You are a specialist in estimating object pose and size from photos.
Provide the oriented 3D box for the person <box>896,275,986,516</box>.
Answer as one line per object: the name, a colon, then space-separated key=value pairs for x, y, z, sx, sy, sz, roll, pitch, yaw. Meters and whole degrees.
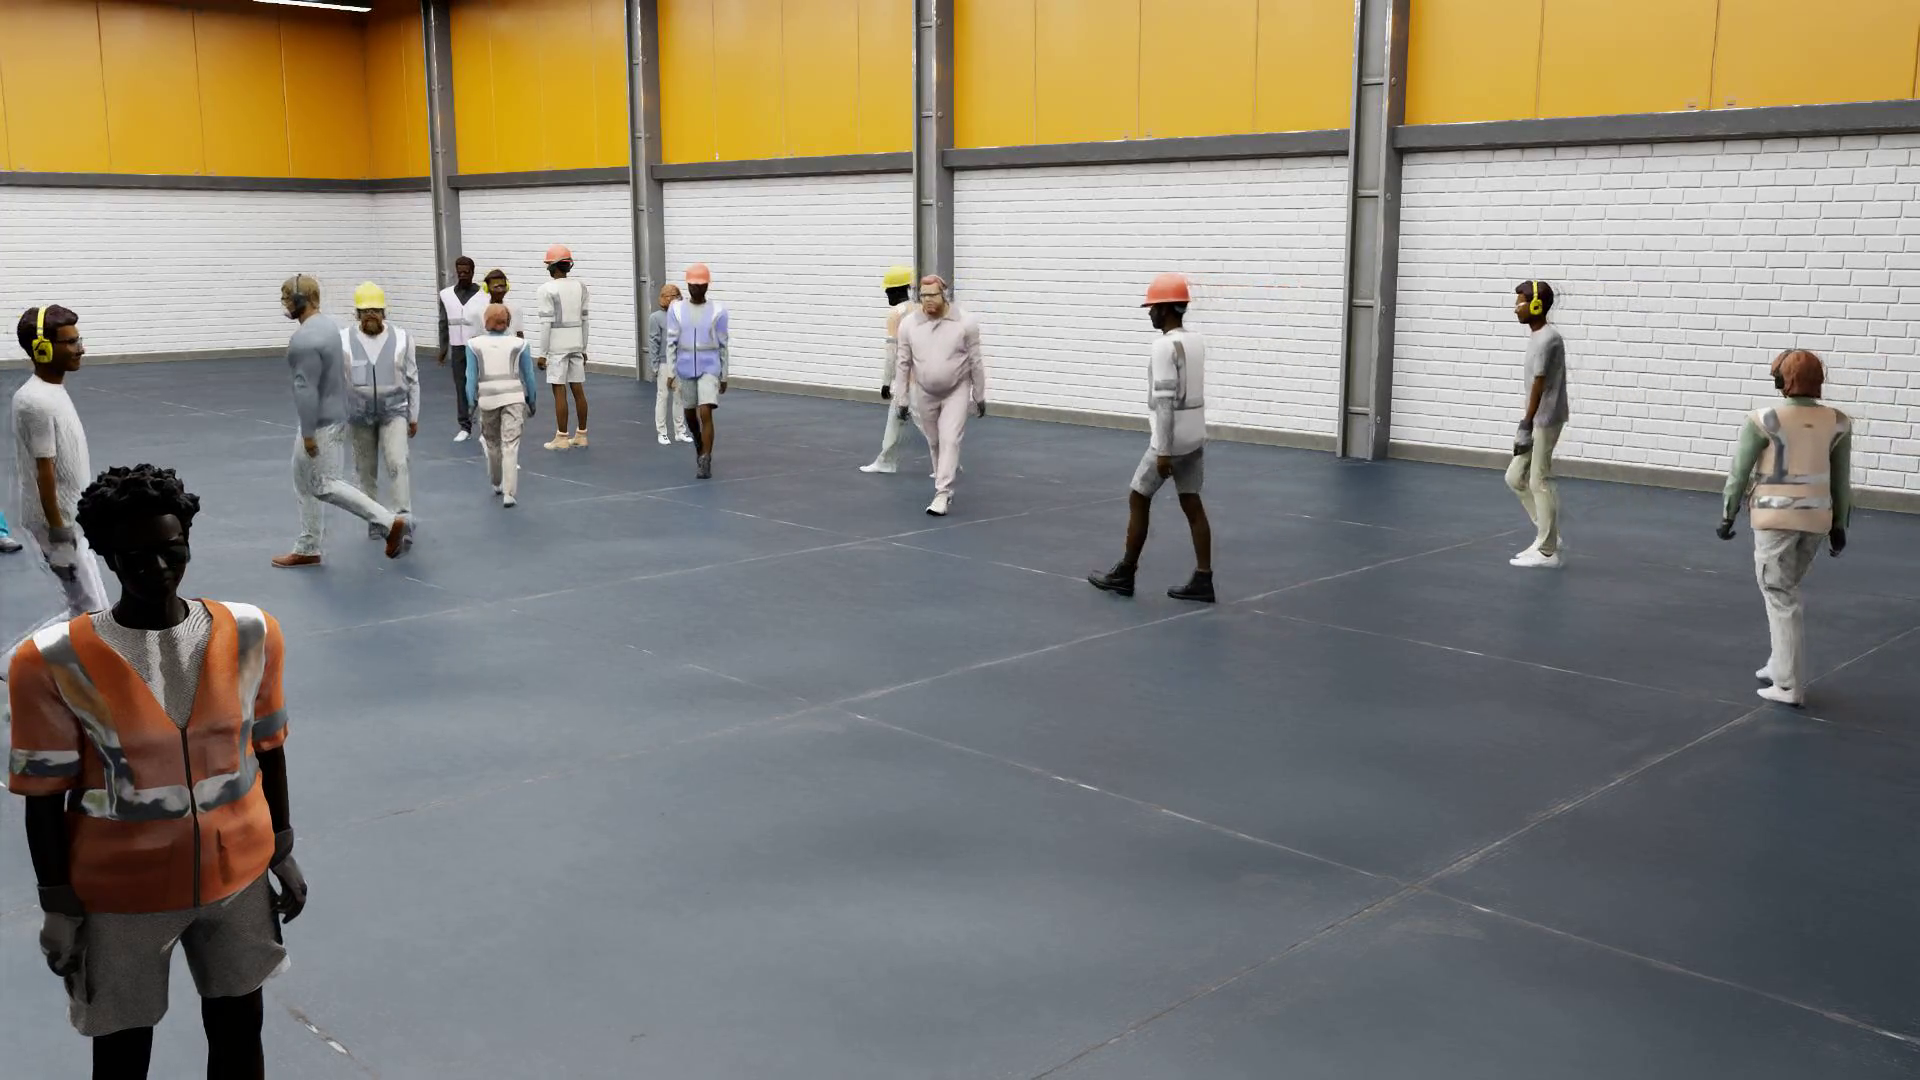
person: x=-0.151 y=-1.128 z=12.876 sx=0.674 sy=1.835 sz=0.978 roll=3 pitch=11 yaw=14

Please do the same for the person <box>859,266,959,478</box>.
person: x=-0.429 y=-1.470 z=14.654 sx=1.005 sy=1.875 sz=0.603 roll=4 pitch=11 yaw=23

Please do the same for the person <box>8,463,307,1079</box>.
person: x=-1.581 y=0.687 z=3.340 sx=0.539 sy=1.696 sz=0.317 roll=-10 pitch=14 yaw=-44

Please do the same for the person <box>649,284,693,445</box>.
person: x=-2.952 y=-1.802 z=17.083 sx=0.505 sy=1.633 sz=0.279 roll=-10 pitch=14 yaw=-44

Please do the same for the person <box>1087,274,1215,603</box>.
person: x=1.143 y=-0.593 z=9.748 sx=0.883 sy=1.899 sz=0.584 roll=7 pitch=13 yaw=34

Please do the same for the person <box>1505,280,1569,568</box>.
person: x=3.714 y=-0.732 z=10.675 sx=0.418 sy=1.848 sz=0.571 roll=3 pitch=11 yaw=14

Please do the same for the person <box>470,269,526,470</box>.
person: x=-4.273 y=-1.587 z=15.391 sx=0.533 sy=1.840 sz=0.774 roll=-9 pitch=14 yaw=-40

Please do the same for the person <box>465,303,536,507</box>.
person: x=-3.662 y=-1.092 z=13.331 sx=0.526 sy=1.584 sz=0.884 roll=-1 pitch=10 yaw=-7

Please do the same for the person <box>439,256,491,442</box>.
person: x=-5.093 y=-1.976 z=17.266 sx=0.595 sy=1.918 sz=0.436 roll=1 pitch=10 yaw=4

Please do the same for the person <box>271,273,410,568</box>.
person: x=-3.994 y=-0.740 z=10.590 sx=0.824 sy=1.905 sz=0.634 roll=-1 pitch=10 yaw=-8

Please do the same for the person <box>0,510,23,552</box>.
person: x=-6.824 y=-0.801 z=11.226 sx=0.982 sy=1.803 sz=0.586 roll=6 pitch=12 yaw=29

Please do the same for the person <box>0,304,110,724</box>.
person: x=-3.790 y=-0.046 z=6.911 sx=0.602 sy=1.855 sz=0.516 roll=-4 pitch=11 yaw=-20

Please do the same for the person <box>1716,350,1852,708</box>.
person: x=3.775 y=-0.067 z=7.682 sx=0.514 sy=1.614 sz=0.638 roll=-2 pitch=11 yaw=-8

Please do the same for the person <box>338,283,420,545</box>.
person: x=-4.021 y=-0.851 z=11.448 sx=0.600 sy=1.795 sz=0.849 roll=-4 pitch=11 yaw=-19

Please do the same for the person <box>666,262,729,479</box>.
person: x=-2.331 y=-1.531 z=14.886 sx=0.545 sy=1.910 sz=0.859 roll=0 pitch=10 yaw=1

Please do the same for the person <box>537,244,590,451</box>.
person: x=-3.947 y=-1.901 z=16.503 sx=0.377 sy=2.044 sz=0.608 roll=7 pitch=13 yaw=35
